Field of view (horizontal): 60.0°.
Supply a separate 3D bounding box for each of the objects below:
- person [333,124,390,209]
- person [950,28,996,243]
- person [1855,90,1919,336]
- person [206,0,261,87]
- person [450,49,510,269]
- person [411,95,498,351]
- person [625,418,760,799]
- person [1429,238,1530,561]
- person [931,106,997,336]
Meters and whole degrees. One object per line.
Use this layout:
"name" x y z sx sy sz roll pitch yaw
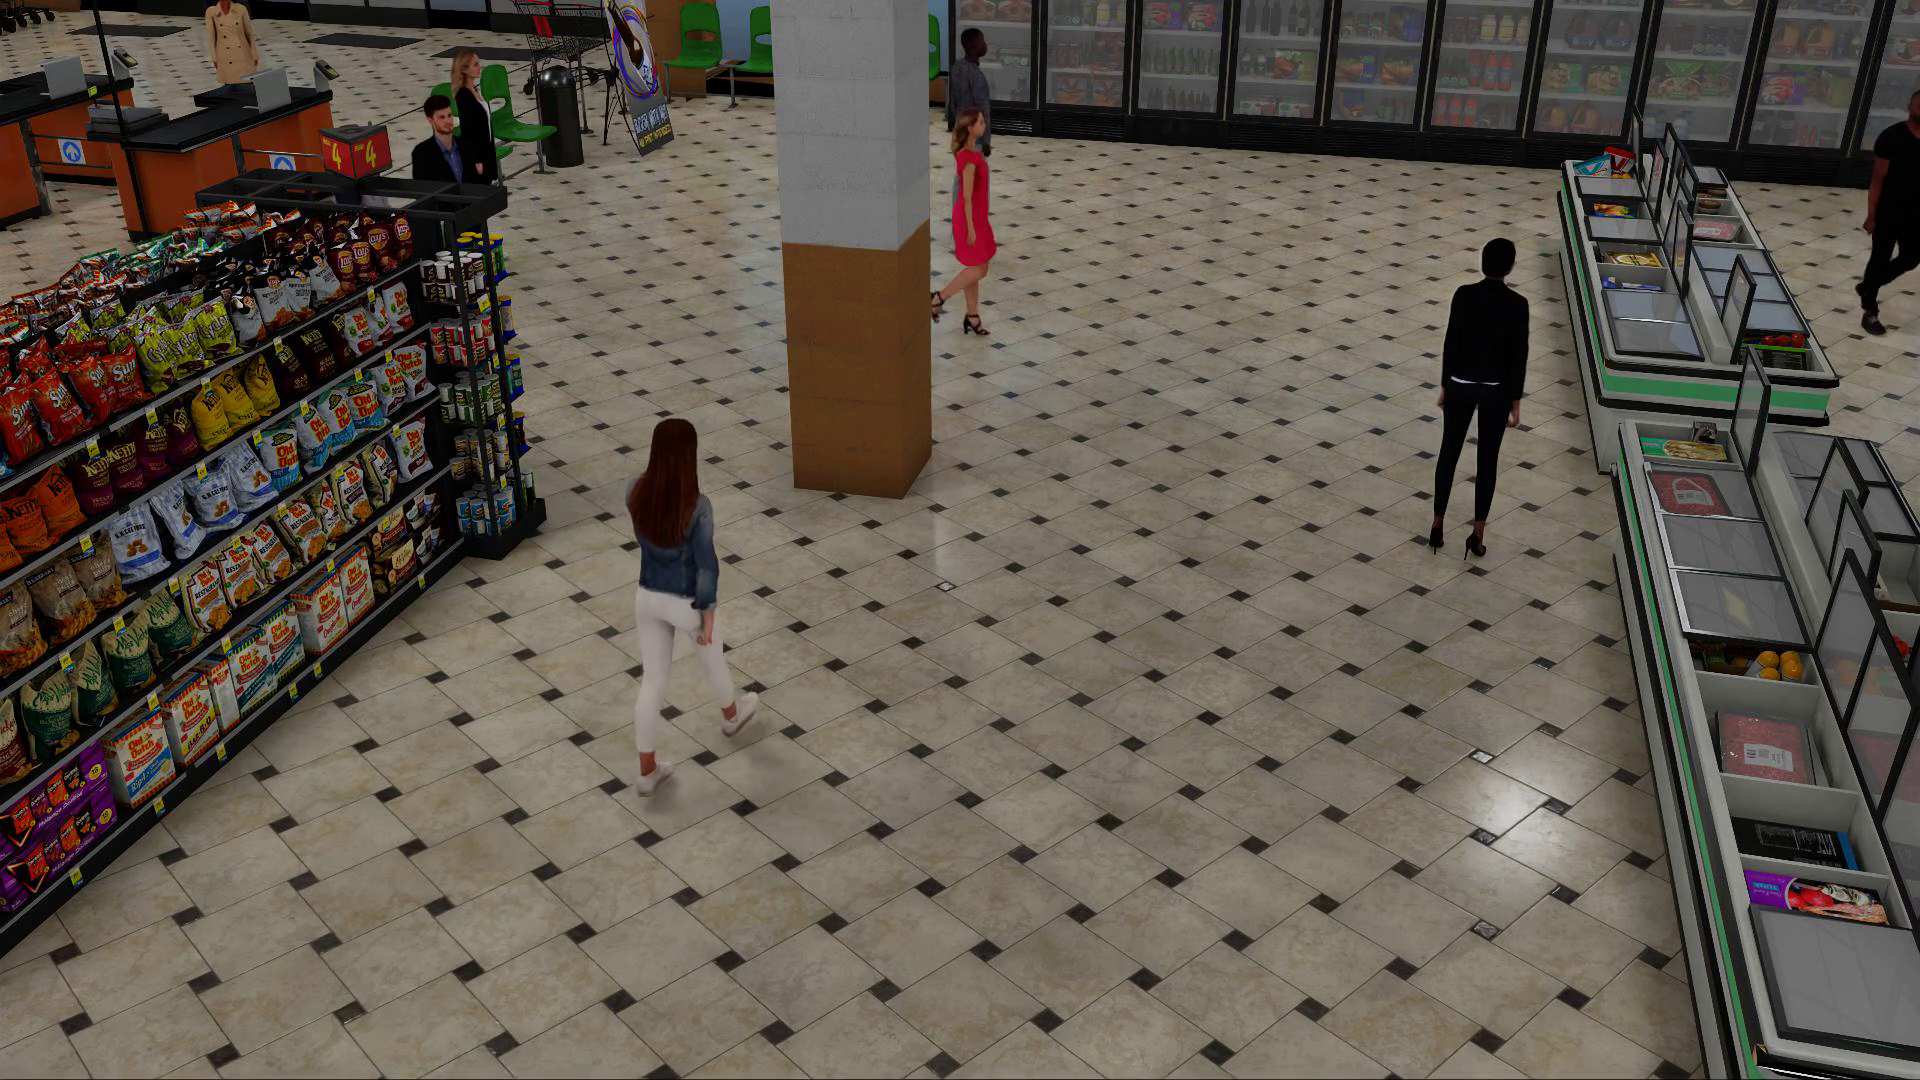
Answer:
"person" -4.047 -1.932 11.384 0.824 1.828 0.638 -2 27 -4
"person" 0.083 -3.510 14.488 0.818 1.836 0.740 -13 30 -24
"person" 6.998 -2.483 12.489 0.807 1.812 0.876 -2 27 -3
"person" -7.860 -5.224 18.038 0.718 1.682 0.734 -9 28 -18
"person" -4.021 -3.159 13.835 0.729 1.800 0.576 -4 27 -7
"person" -3.645 -2.249 11.936 0.841 1.894 0.707 21 34 35
"person" -1.271 0.329 7.115 0.679 1.657 1.096 10 28 18
"person" 2.820 -0.759 9.064 0.660 1.834 0.616 16 31 28
"person" -0.008 -2.335 12.303 0.732 1.717 0.766 2 27 3
